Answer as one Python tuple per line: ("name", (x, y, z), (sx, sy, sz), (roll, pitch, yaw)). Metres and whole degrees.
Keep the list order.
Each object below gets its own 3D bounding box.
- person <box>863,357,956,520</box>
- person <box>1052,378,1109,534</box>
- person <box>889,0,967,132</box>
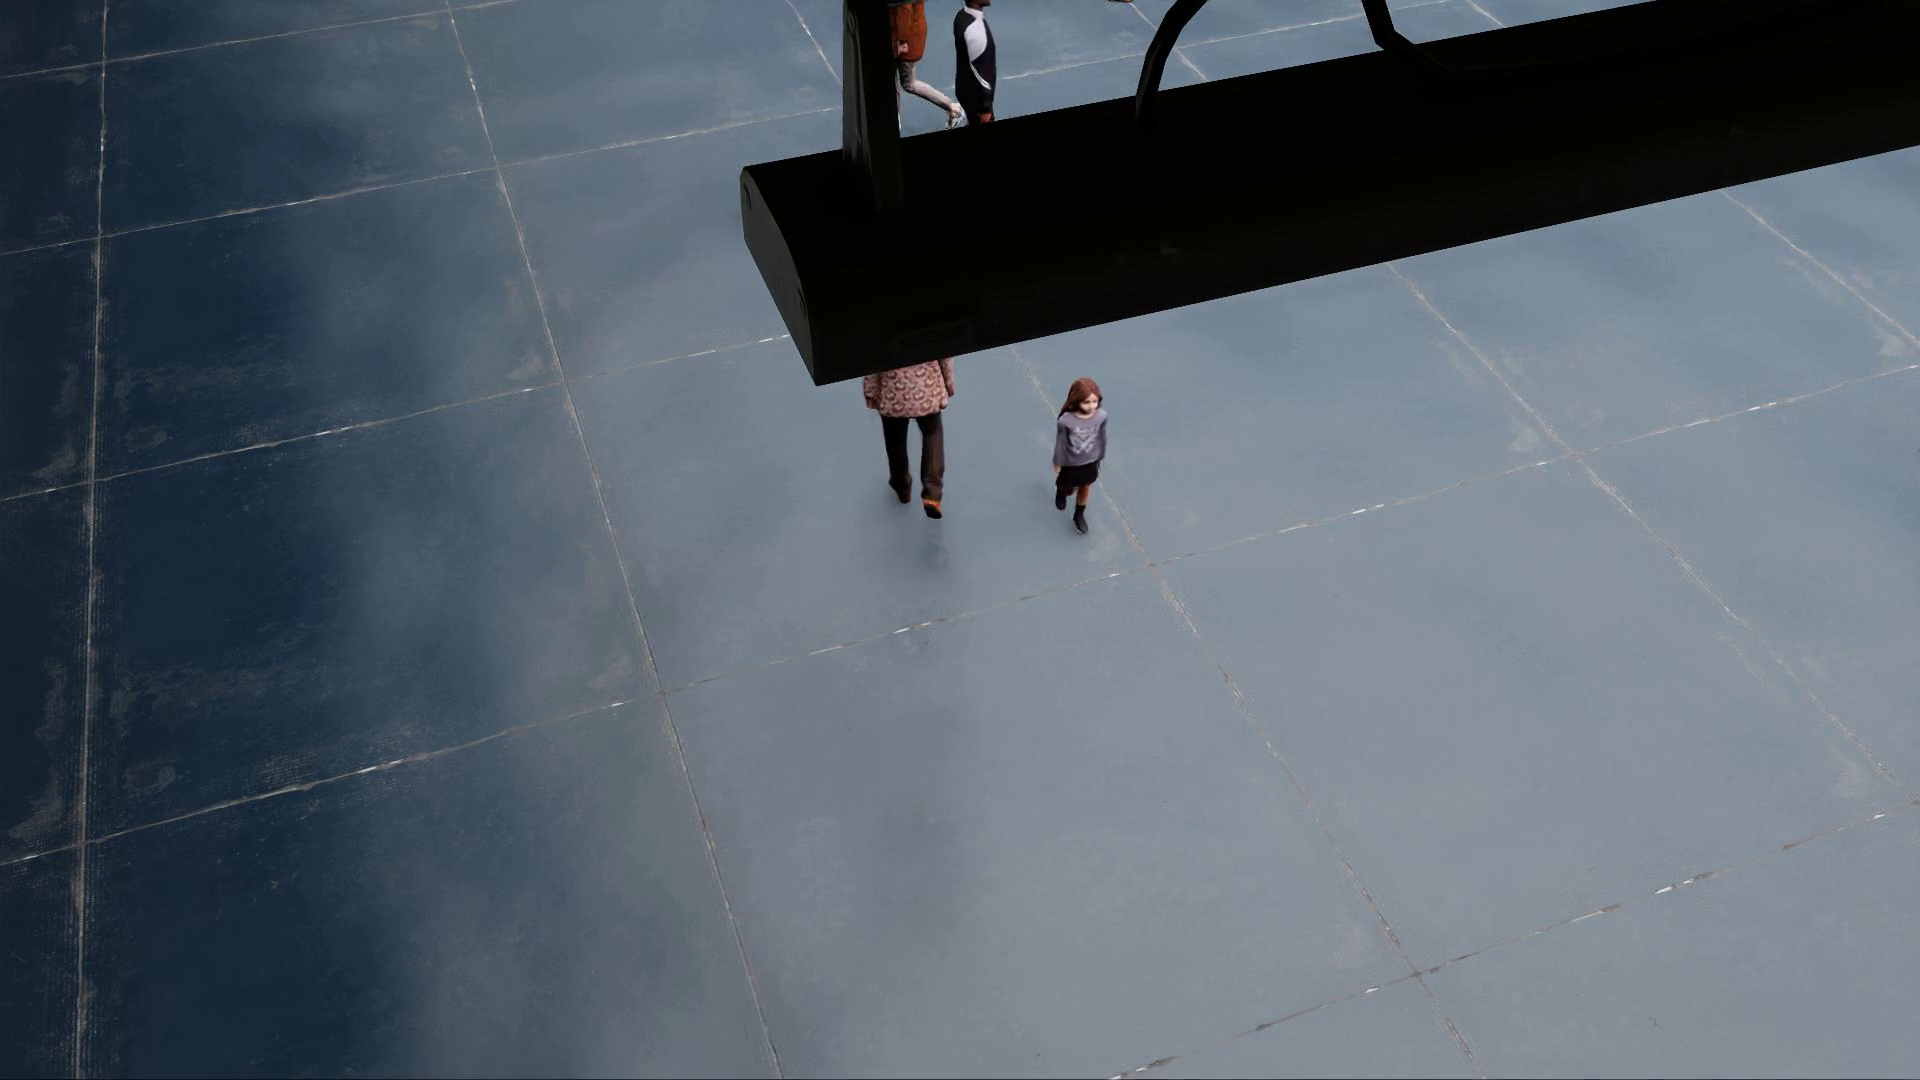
("person", (-0.285, -0.839, 9.736), (0.833, 1.792, 0.988), (-4, 43, -4))
("person", (0.695, -0.542, 9.926), (0.496, 1.099, 0.581), (-11, 44, -11))
("person", (-0.348, -4.003, 13.110), (1.011, 1.813, 1.111), (1, 43, 1))
